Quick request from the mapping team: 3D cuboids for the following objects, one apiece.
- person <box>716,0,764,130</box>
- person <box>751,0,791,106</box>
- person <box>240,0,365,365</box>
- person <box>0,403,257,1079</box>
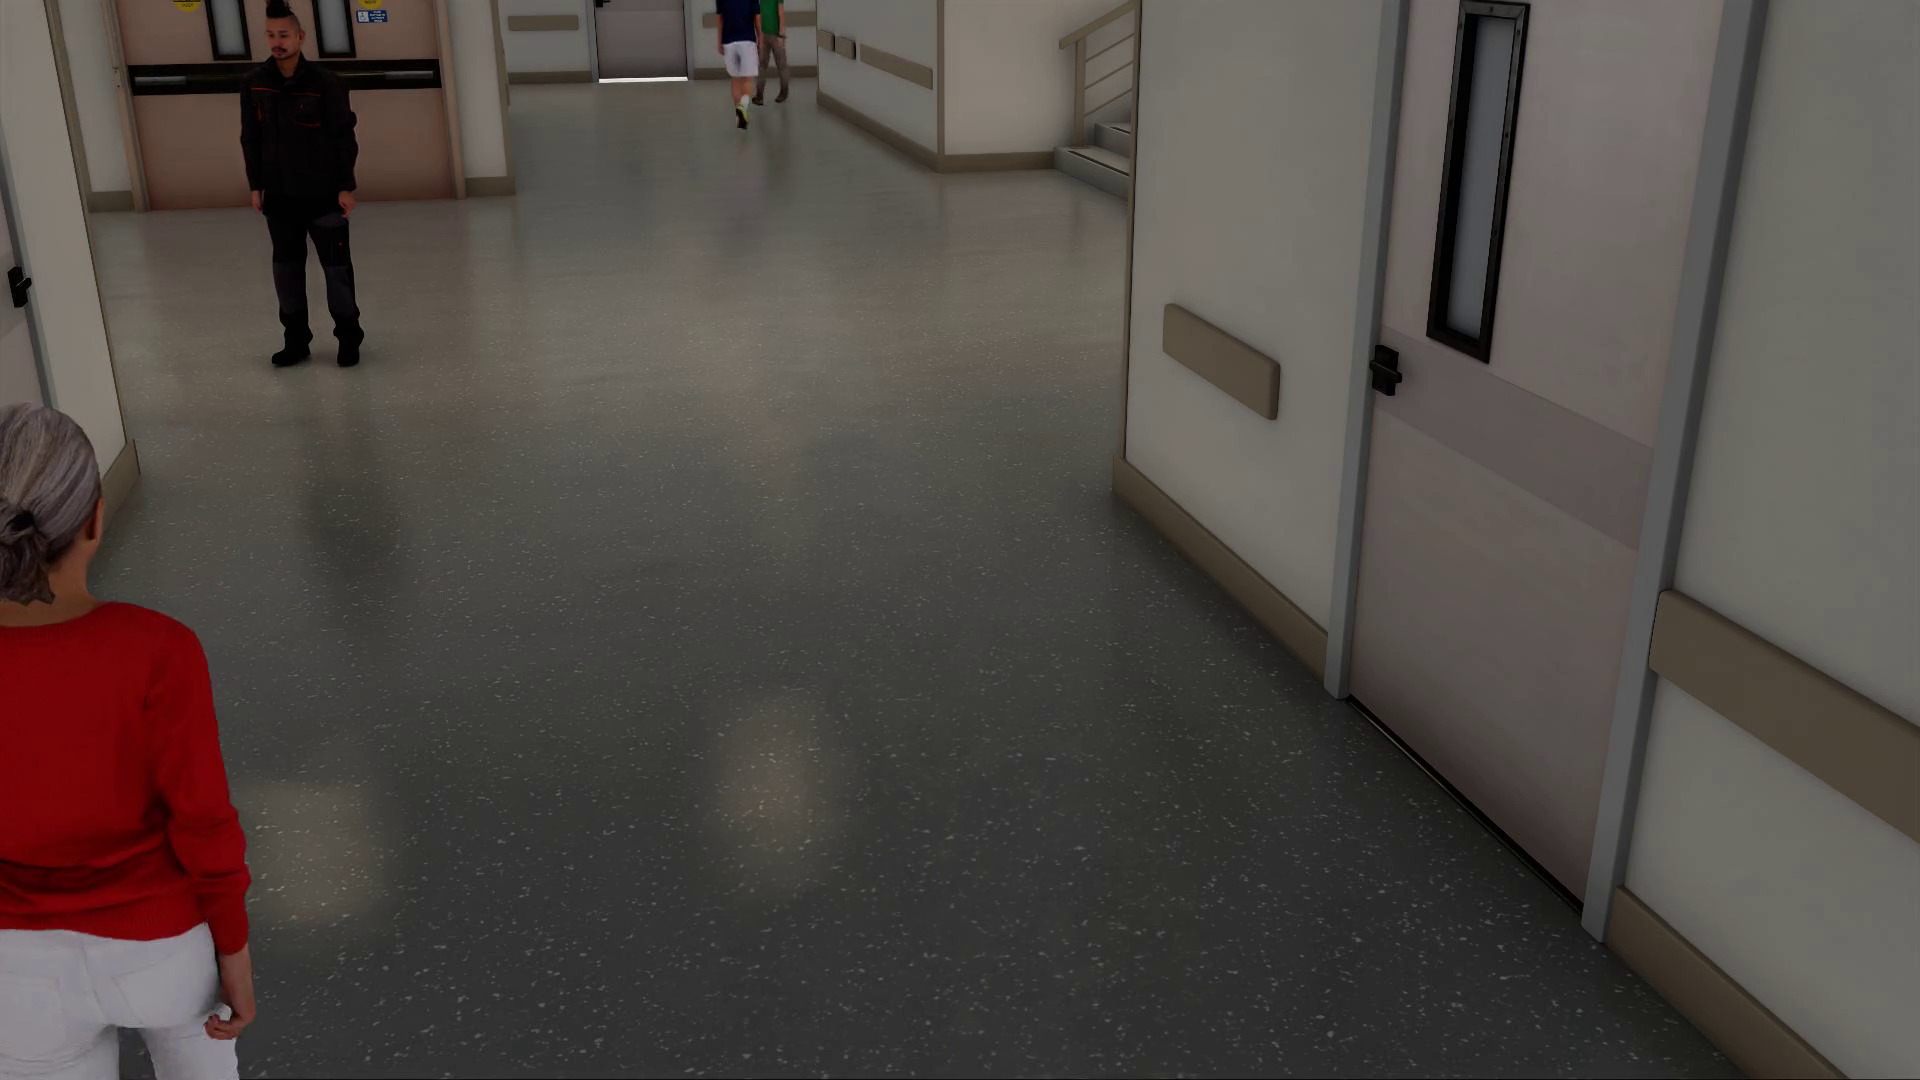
[{"bbox_3d":[-2.378,-5.319,17.865,1.146,1.810,0.944,1,21,3],"label":"person"},{"bbox_3d":[-2.257,-6.135,20.296,1.114,1.613,1.026,7,22,17],"label":"person"},{"bbox_3d":[-3.413,-1.853,8.627,0.660,1.871,0.883,0,21,0],"label":"person"},{"bbox_3d":[-1.190,0.661,2.284,1.009,1.664,0.623,-6,22,-16],"label":"person"}]
